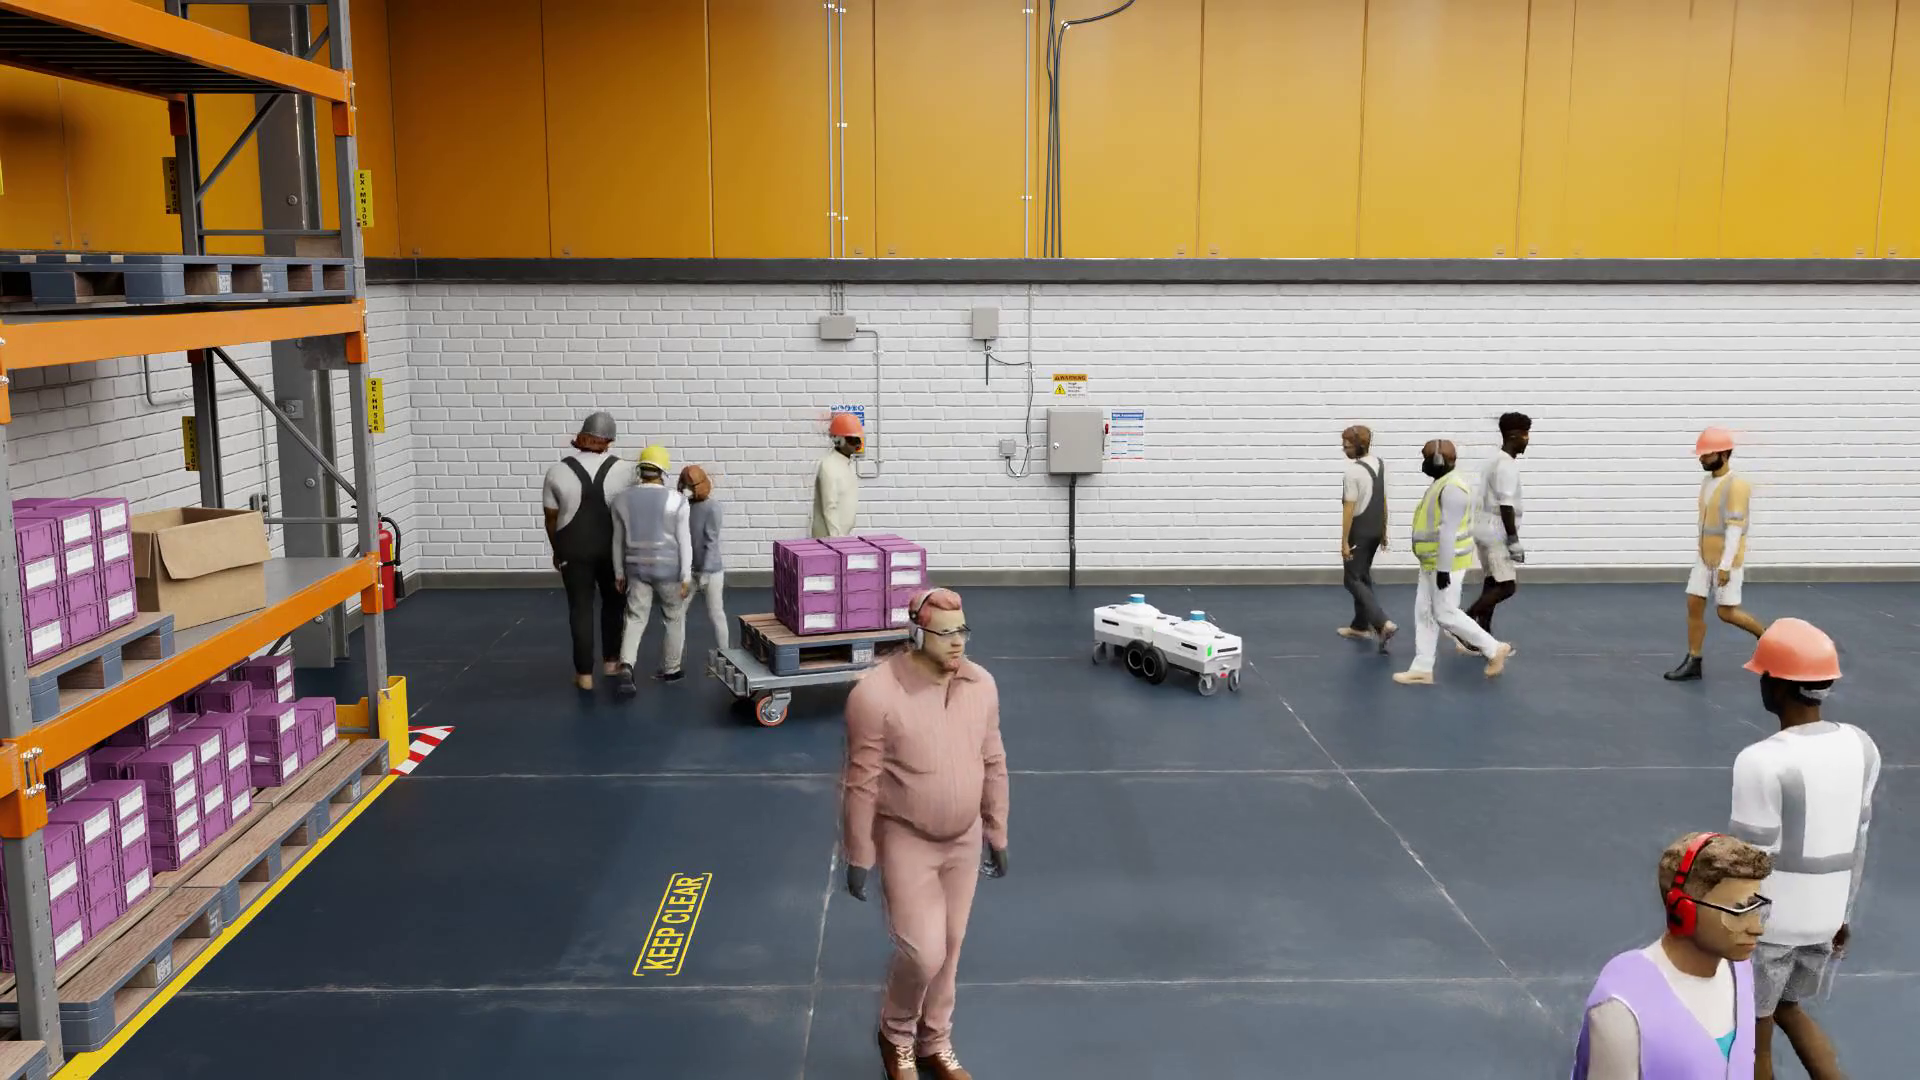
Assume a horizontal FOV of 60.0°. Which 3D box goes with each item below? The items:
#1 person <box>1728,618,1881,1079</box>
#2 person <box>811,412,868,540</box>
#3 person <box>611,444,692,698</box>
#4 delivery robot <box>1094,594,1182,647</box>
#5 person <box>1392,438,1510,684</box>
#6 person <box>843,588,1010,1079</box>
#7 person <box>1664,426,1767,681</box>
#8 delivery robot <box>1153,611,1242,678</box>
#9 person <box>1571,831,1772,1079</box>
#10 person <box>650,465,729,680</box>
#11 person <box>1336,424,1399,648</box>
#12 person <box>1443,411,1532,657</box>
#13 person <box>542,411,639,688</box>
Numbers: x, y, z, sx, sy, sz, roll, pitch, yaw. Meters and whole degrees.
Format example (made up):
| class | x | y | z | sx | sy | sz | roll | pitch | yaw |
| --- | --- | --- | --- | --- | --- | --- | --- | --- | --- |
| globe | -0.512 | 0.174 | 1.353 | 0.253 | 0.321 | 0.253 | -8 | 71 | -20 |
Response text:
| class | x | y | z | sx | sy | sz | roll | pitch | yaw |
| --- | --- | --- | --- | --- | --- | --- | --- | --- | --- |
| person | 2.683 | 1.210 | 5.354 | 0.561 | 1.927 | 0.523 | -4 | 10 | -22 |
| person | -1.002 | -0.035 | 12.981 | 1.039 | 1.936 | 0.630 | 3 | 10 | 17 |
| person | -2.214 | 0.216 | 11.875 | 0.600 | 1.795 | 0.839 | 1 | 9 | 6 |
| delivery robot | 1.350 | 0.655 | 12.666 | 0.477 | 0.478 | 0.707 | -7 | 12 | -38 |
| person | 3.590 | 0.172 | 12.086 | 0.749 | 1.816 | 0.639 | 1 | 9 | 4 |
| person | -0.089 | 1.107 | 6.082 | 0.676 | 1.890 | 0.431 | -7 | 12 | -38 |
| person | 5.640 | 0.111 | 12.171 | 0.786 | 1.906 | 0.537 | -2 | 9 | -10 |
| delivery robot | 1.714 | 0.757 | 12.038 | 0.477 | 0.478 | 0.707 | -5 | 11 | -30 |
| person | 1.510 | 1.505 | 3.875 | 0.584 | 1.825 | 0.793 | -6 | 11 | -34 |
| person | -1.982 | 0.254 | 12.210 | 0.493 | 1.603 | 0.725 | 7 | 12 | 37 |
| person | 3.296 | -0.028 | 13.328 | 0.608 | 1.810 | 0.719 | -8 | 12 | -40 |
| person | 4.132 | -0.030 | 12.916 | 0.563 | 1.939 | 0.631 | 1 | 9 | 9 |
| person | -2.691 | 0.036 | 12.205 | 0.685 | 2.000 | 0.696 | -2 | 9 | -12 |
